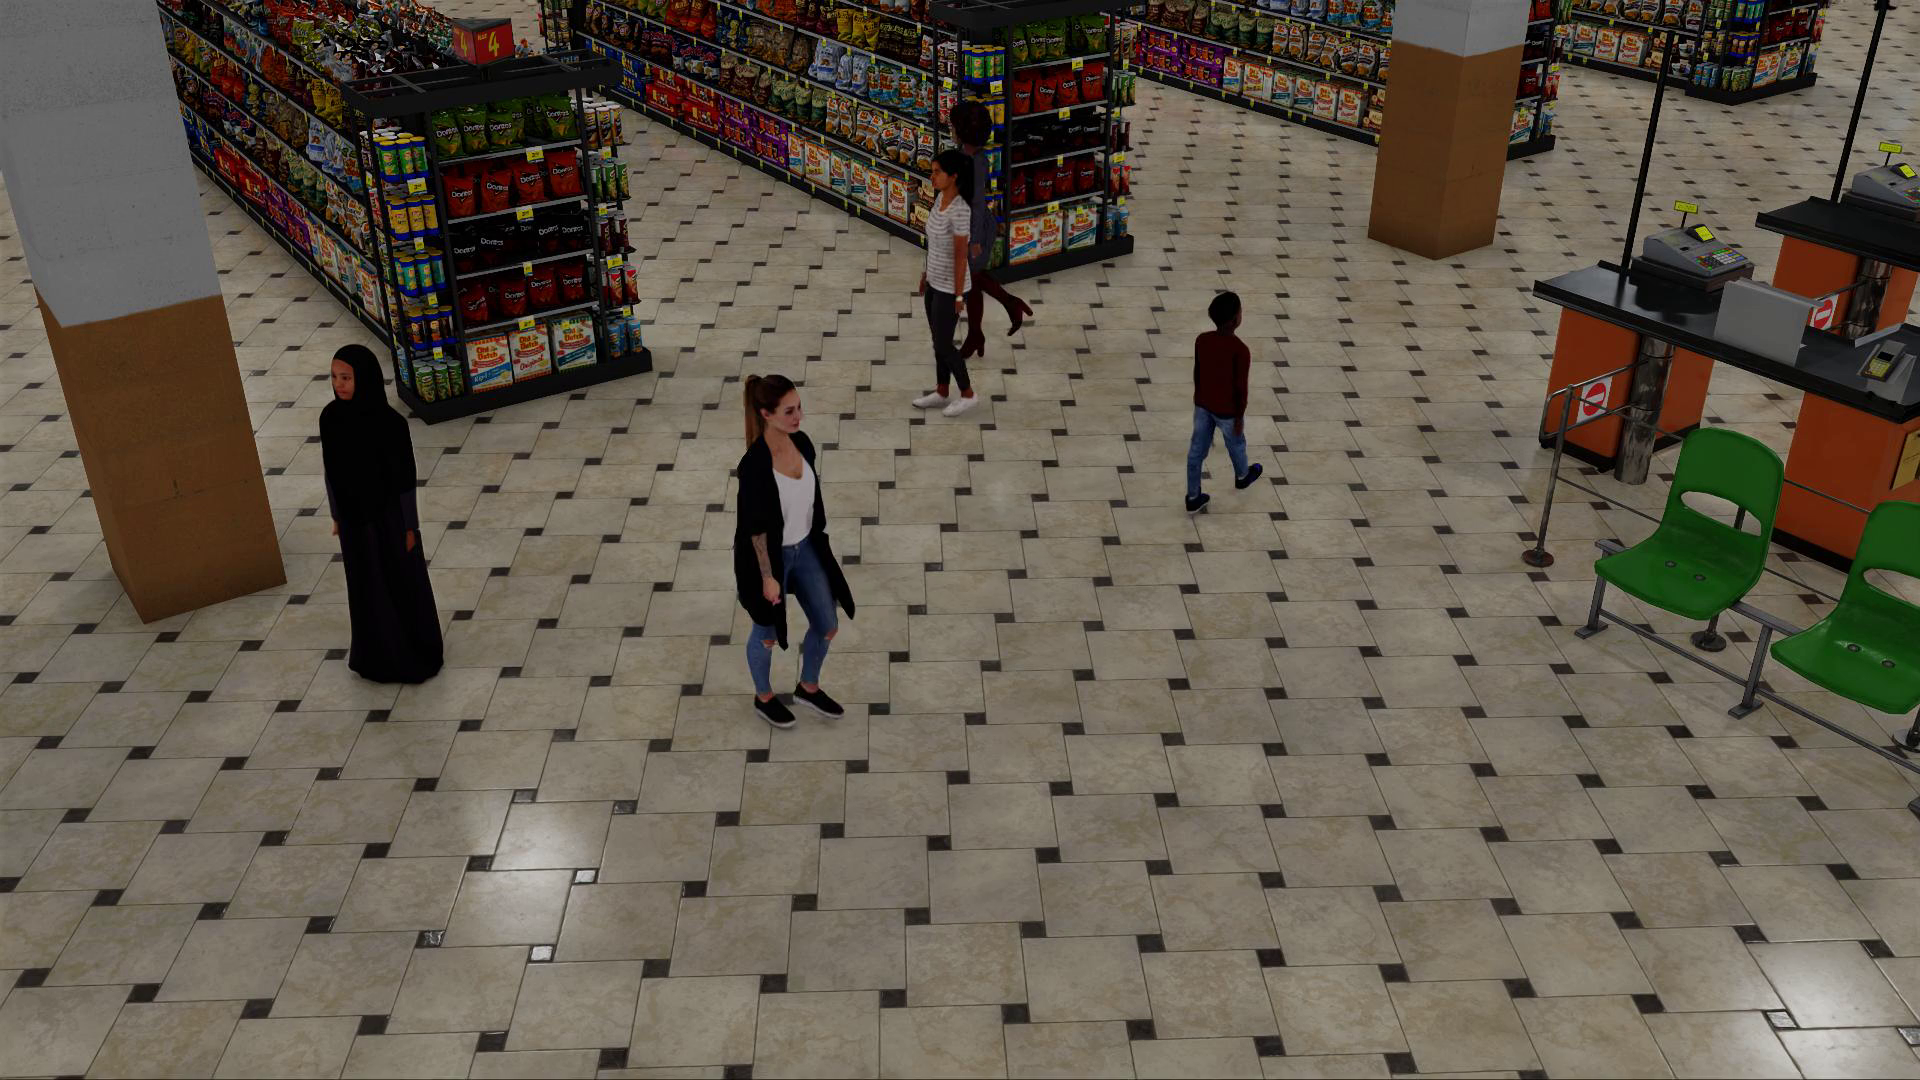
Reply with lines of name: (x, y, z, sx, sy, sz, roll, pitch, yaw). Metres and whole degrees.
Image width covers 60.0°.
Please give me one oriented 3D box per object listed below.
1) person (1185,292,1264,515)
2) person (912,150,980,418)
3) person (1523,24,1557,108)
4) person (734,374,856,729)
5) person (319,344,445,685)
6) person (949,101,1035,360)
person: (1.356, -0.703, 8.940, 0.816, 1.231, 0.726, 21, 35, 33)
person: (-0.027, -1.556, 10.073, 0.727, 1.642, 0.641, -8, 30, -14)
person: (5.772, -5.235, 16.662, 0.631, 1.786, 0.624, -10, 30, -17)
person: (-0.842, 0.058, 7.086, 0.768, 1.671, 0.717, 22, 36, 35)
person: (-2.615, -0.114, 7.461, 0.695, 1.614, 0.768, 8, 30, 15)
person: (0.177, -1.989, 10.813, 0.861, 1.693, 0.864, -8, 30, -13)
